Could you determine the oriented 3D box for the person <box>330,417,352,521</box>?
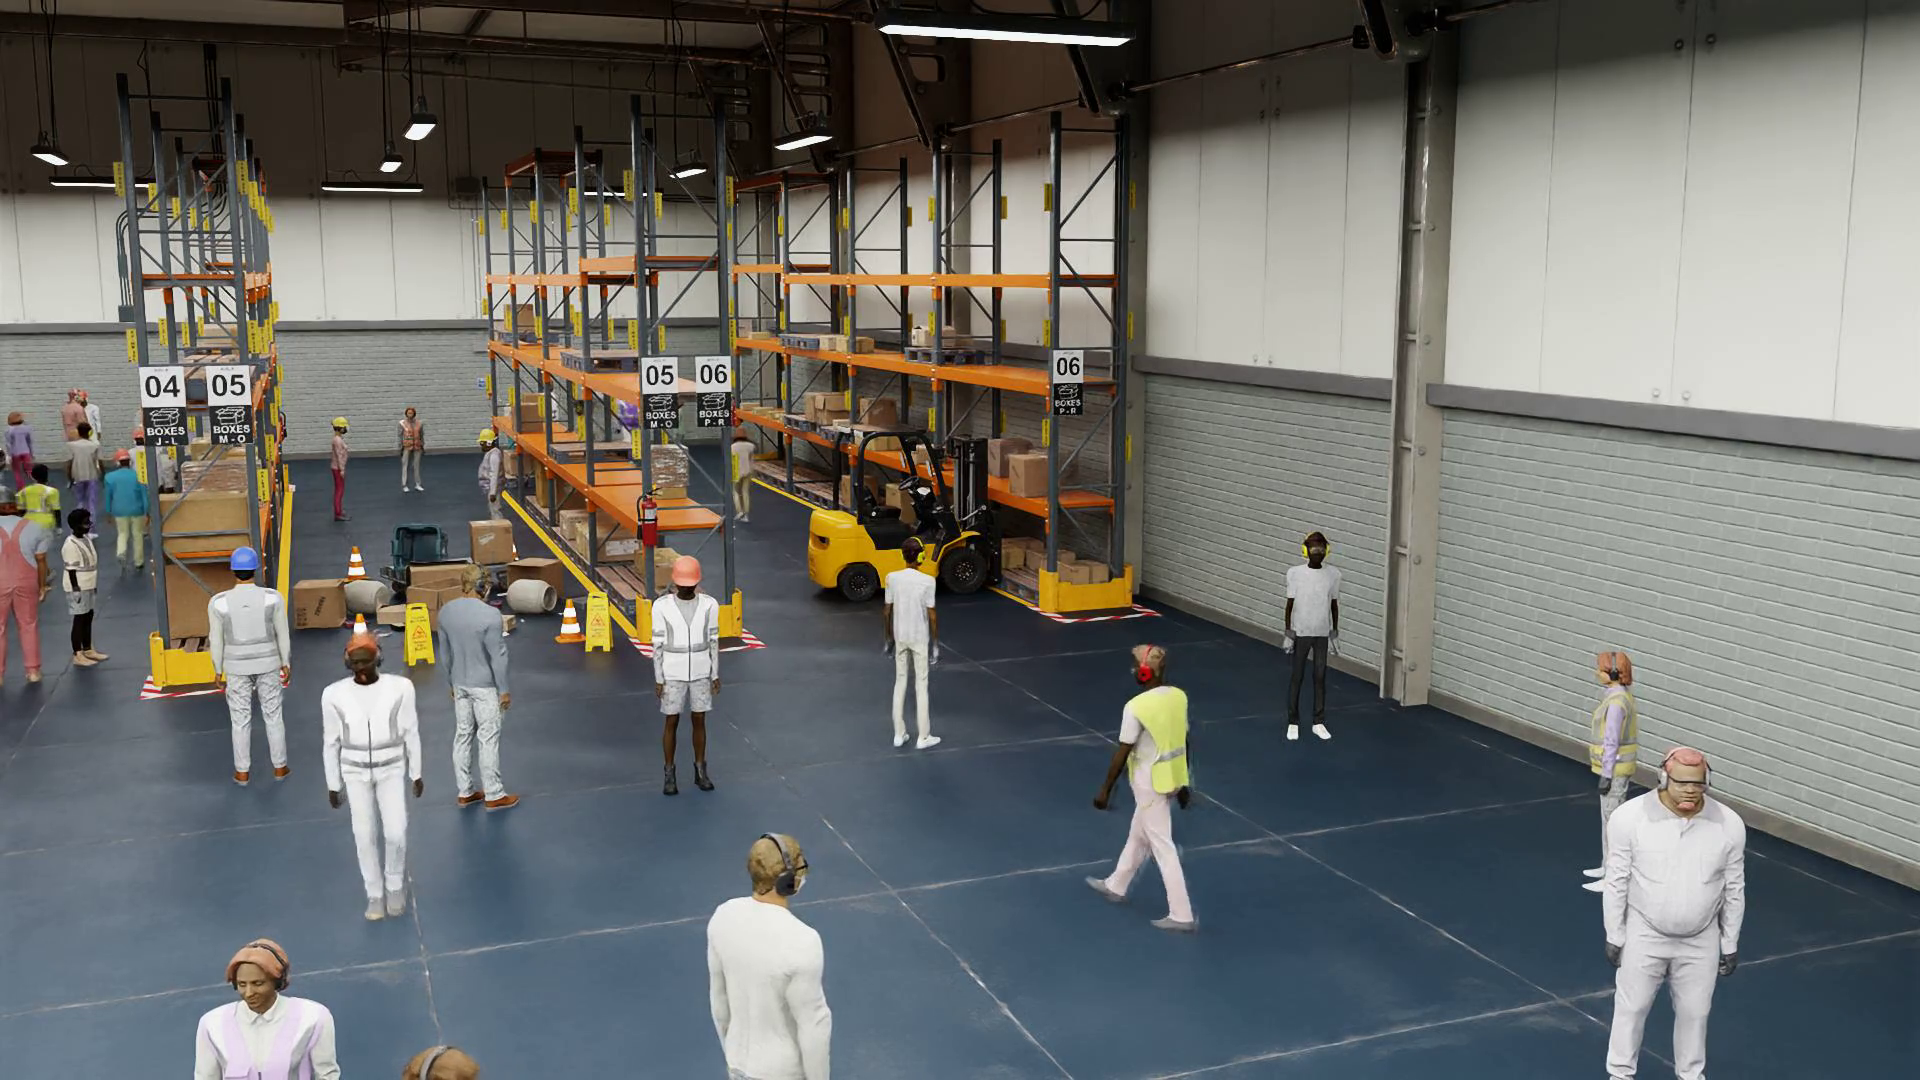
[{"bbox_3d":[-10.451,-1.199,28.091,0.335,1.757,0.517,-4,10,-25],"label":"person"}]

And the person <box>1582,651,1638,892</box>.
[{"bbox_3d":[4.382,1.550,11.178,0.311,1.631,0.504,4,10,24],"label":"person"}]

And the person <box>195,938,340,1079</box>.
[{"bbox_3d":[-2.631,2.310,6.364,0.518,1.639,0.312,-2,9,-11],"label":"person"}]

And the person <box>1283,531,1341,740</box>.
[{"bbox_3d":[3.136,0.850,14.816,0.512,1.877,0.328,-1,9,-4],"label":"person"}]

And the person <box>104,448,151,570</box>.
[{"bbox_3d":[-11.611,-0.413,23.215,0.577,1.736,0.510,-3,9,-18],"label":"person"}]

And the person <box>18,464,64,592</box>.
[{"bbox_3d":[-12.100,-0.169,21.944,0.586,1.640,0.892,1,9,7],"label":"person"}]

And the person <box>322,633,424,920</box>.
[{"bbox_3d":[-3.747,1.518,10.615,0.597,1.866,0.451,-2,9,-14],"label":"person"}]

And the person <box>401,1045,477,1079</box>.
[{"bbox_3d":[-1.547,2.417,5.049,0.345,1.846,0.508,2,9,14],"label":"person"}]

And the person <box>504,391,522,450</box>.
[{"bbox_3d":[-9.379,-2.333,35.199,0.330,1.765,0.533,7,12,39],"label":"person"}]

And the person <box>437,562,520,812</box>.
[{"bbox_3d":[-3.726,1.134,12.847,0.627,1.934,0.372,5,10,27],"label":"person"}]

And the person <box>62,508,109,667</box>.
[{"bbox_3d":[-9.302,0.501,17.609,0.320,1.687,0.539,-1,9,-8],"label":"person"}]

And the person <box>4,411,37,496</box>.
[{"bbox_3d":[-17.505,-1.593,31.011,0.574,1.615,0.498,6,11,34],"label":"person"}]

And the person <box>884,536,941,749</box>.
[{"bbox_3d":[-0.420,0.892,14.574,0.535,1.868,0.309,4,10,23],"label":"person"}]

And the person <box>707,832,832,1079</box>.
[{"bbox_3d":[-0.744,2.112,6.672,0.627,1.941,0.374,8,12,42],"label":"person"}]

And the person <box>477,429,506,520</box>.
[{"bbox_3d":[-7.098,-0.772,25.223,0.403,1.820,0.593,-3,10,-20],"label":"person"}]

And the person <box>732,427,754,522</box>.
[{"bbox_3d":[-3.679,-1.097,27.913,0.499,1.613,0.363,-6,11,-34],"label":"person"}]

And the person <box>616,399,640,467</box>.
[{"bbox_3d":[-7.199,-2.498,36.069,0.623,1.821,0.715,-8,12,-41],"label":"person"}]

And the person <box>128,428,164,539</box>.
[{"bbox_3d":[-12.878,-0.903,26.253,0.596,1.734,0.592,-3,10,-21],"label":"person"}]

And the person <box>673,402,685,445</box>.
[{"bbox_3d":[-5.878,-2.190,34.733,0.273,1.630,0.503,0,9,-2],"label":"person"}]

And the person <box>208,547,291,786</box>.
[{"bbox_3d":[-5.748,1.023,13.501,0.602,1.948,0.387,-4,10,-24],"label":"person"}]

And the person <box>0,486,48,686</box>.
[{"bbox_3d":[-9.626,0.445,16.843,0.690,2.000,0.535,-8,12,-40],"label":"person"}]

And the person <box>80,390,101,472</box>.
[{"bbox_3d":[-18.369,-2.280,34.954,0.574,1.737,0.354,-2,9,-12],"label":"person"}]

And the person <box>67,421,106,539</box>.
[{"bbox_3d":[-13.746,-0.943,26.225,0.553,1.833,0.723,-2,9,-14],"label":"person"}]

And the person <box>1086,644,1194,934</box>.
[{"bbox_3d":[1.151,1.557,10.602,0.956,1.802,0.592,7,11,37],"label":"person"}]

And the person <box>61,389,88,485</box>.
[{"bbox_3d":[-17.395,-2.014,32.796,0.657,1.917,0.426,6,11,33],"label":"person"}]

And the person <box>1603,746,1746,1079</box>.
[{"bbox_3d":[3.449,1.916,8.053,0.641,1.899,0.394,2,9,10],"label":"person"}]

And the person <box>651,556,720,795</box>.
[{"bbox_3d":[-2.174,1.069,13.275,0.542,1.927,0.380,-3,10,-20],"label":"person"}]

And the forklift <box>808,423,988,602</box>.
[{"bbox_3d":[-0.830,-0.399,21.676,2.313,2.155,1.214,-4,10,-21],"label":"forklift"}]

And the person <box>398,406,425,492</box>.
[{"bbox_3d":[-10.510,-1.742,31.879,0.515,1.636,0.314,-7,12,-39],"label":"person"}]
